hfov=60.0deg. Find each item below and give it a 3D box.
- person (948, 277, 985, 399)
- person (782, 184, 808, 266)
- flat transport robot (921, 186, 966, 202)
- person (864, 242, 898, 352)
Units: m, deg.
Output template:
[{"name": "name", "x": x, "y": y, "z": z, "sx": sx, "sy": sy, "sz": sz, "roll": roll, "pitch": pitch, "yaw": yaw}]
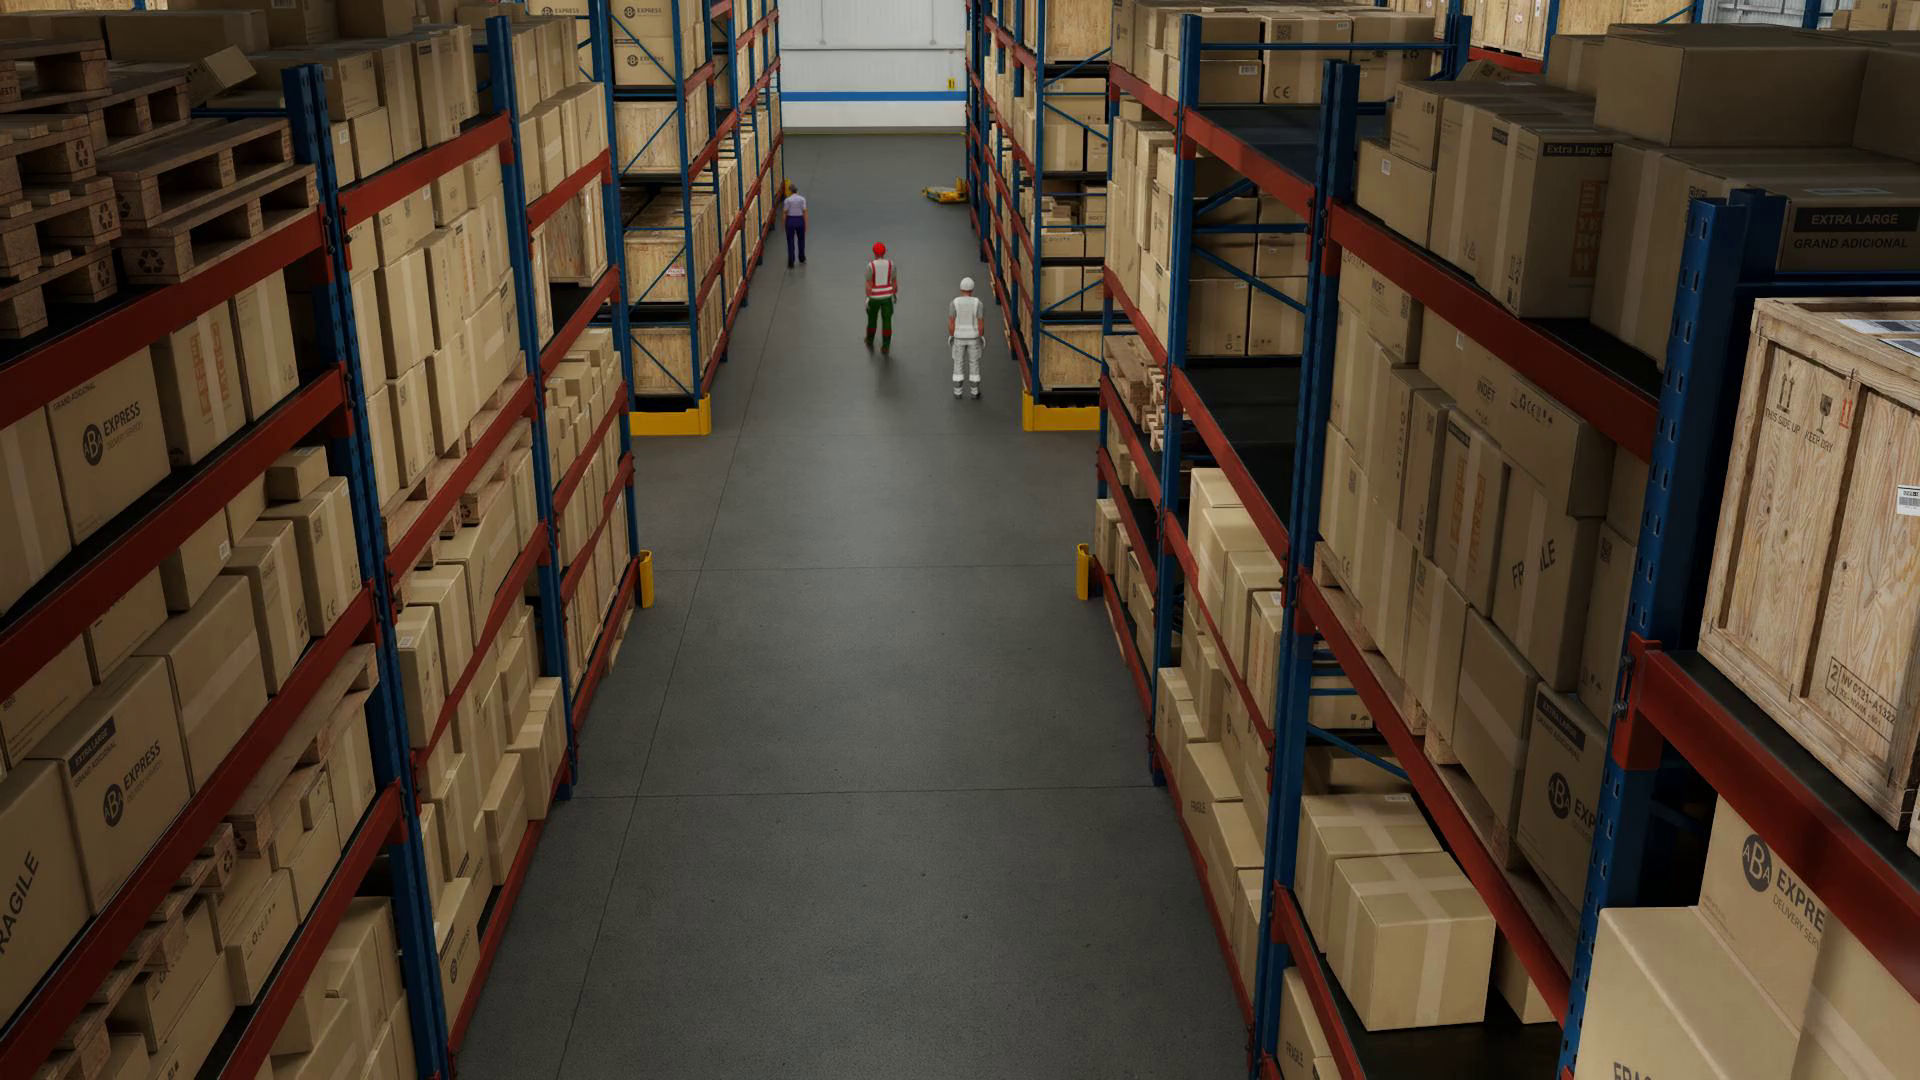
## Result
[{"name": "person", "x": 0.099, "y": -2.974, "z": 24.426, "sx": 0.549, "sy": 1.794, "sz": 0.378, "roll": 1, "pitch": 20, "yaw": 1}, {"name": "person", "x": -3.372, "y": -6.441, "z": 33.931, "sx": 0.519, "sy": 1.629, "sz": 0.731, "roll": -4, "pitch": 21, "yaw": -10}, {"name": "flat transport robot", "x": -0.423, "y": -8.763, "z": 42.214, "sx": 0.659, "sy": 0.262, "sz": 1.431, "roll": -8, "pitch": 22, "yaw": -21}, {"name": "person", "x": -1.307, "y": -4.008, "z": 27.180, "sx": 0.552, "sy": 1.777, "sz": 0.772, "roll": -5, "pitch": 21, "yaw": -12}]
